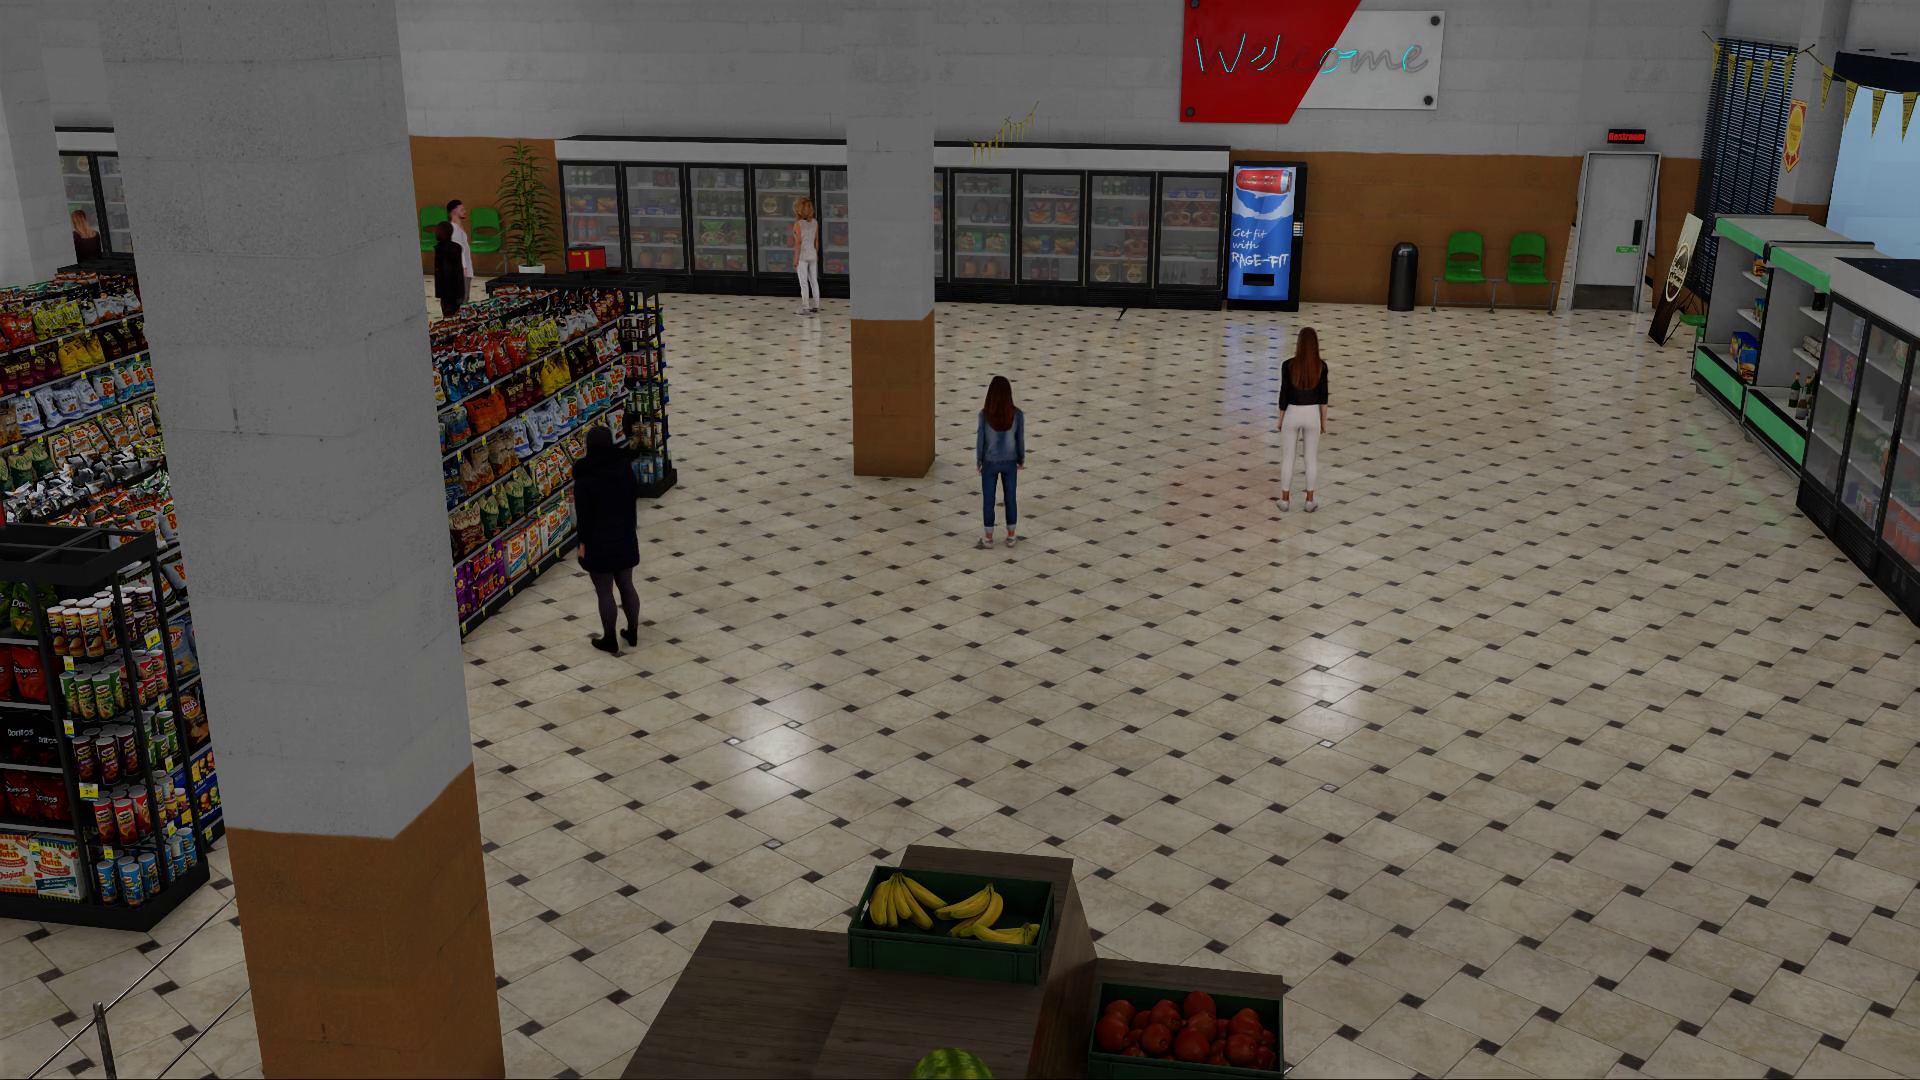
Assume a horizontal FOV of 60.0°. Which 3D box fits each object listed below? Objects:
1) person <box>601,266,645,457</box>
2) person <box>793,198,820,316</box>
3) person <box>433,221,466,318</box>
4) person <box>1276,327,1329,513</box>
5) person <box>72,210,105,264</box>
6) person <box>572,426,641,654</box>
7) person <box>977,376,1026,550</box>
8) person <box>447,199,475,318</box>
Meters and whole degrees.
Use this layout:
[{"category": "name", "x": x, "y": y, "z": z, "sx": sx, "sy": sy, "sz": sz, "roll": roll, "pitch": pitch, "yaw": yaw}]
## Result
[{"category": "person", "x": -3.393, "y": -1.744, "z": 16.564, "sx": 0.900, "sy": 1.983, "sz": 0.706, "roll": 9, "pitch": 21, "yaw": 26}, {"category": "person", "x": -2.223, "y": -4.101, "z": 24.045, "sx": 0.754, "sy": 1.670, "sz": 0.657, "roll": 17, "pitch": 25, "yaw": 41}, {"category": "person", "x": -6.322, "y": -3.068, "z": 20.737, "sx": 0.822, "sy": 1.825, "sz": 0.646, "roll": -2, "pitch": 19, "yaw": -7}, {"category": "person", "x": 3.102, "y": -1.097, "z": 15.083, "sx": 0.586, "sy": 1.704, "sz": 0.509, "roll": 3, "pitch": 19, "yaw": 8}, {"category": "person", "x": -11.821, "y": -3.626, "z": 22.581, "sx": 0.734, "sy": 1.705, "sz": 0.591, "roll": 13, "pitch": 22, "yaw": 33}, {"category": "person", "x": -2.516, "y": -0.012, "z": 11.911, "sx": 0.853, "sy": 1.674, "sz": 0.769, "roll": 18, "pitch": 25, "yaw": 42}, {"category": "person", "x": 0.339, "y": -0.661, "z": 14.155, "sx": 0.627, "sy": 1.470, "sz": 0.602, "roll": -4, "pitch": 19, "yaw": -10}, {"category": "person", "x": -6.775, "y": -3.709, "z": 22.614, "sx": 0.812, "sy": 1.840, "sz": 0.676, "roll": -6, "pitch": 20, "yaw": -17}]
